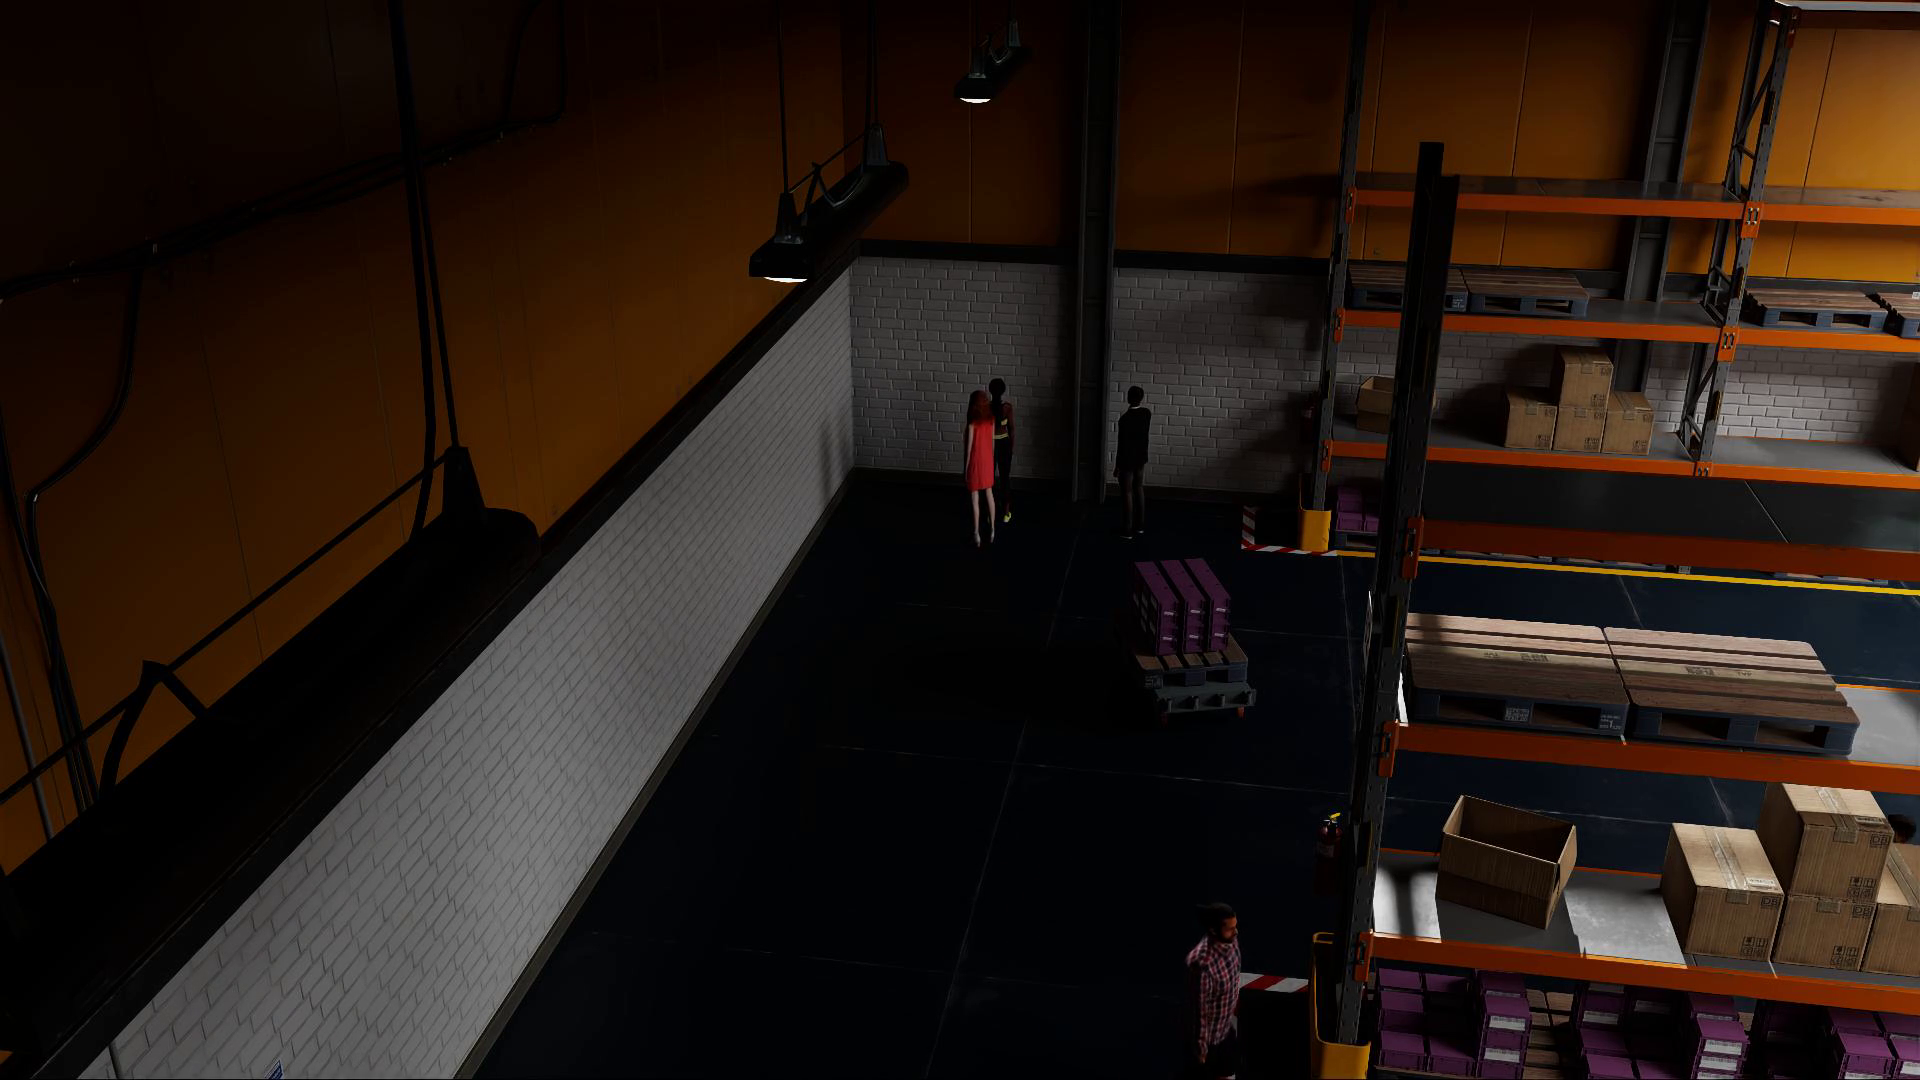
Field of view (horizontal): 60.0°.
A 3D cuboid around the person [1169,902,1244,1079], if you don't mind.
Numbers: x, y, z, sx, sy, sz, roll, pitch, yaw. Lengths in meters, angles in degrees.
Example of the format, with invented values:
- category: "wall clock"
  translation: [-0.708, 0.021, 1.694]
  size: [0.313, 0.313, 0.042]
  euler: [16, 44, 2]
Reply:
- category: "person"
  translation: [1.463, 2.956, 10.255]
  size: [0.866, 1.752, 0.834]
  euler: [15, 28, 31]

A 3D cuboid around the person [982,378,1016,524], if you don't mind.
- category: "person"
  translation: [0.431, -1.043, 19.401]
  size: [0.535, 1.755, 0.678]
  euler: [-2, 24, -5]

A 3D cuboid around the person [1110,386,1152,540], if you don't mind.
- category: "person"
  translation: [1.975, -0.902, 19.020]
  size: [0.742, 1.800, 0.763]
  euler: [-22, 32, -40]

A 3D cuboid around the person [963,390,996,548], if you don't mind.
- category: "person"
  translation: [0.232, -0.809, 18.779]
  size: [0.660, 1.823, 0.695]
  euler: [-21, 31, -39]
